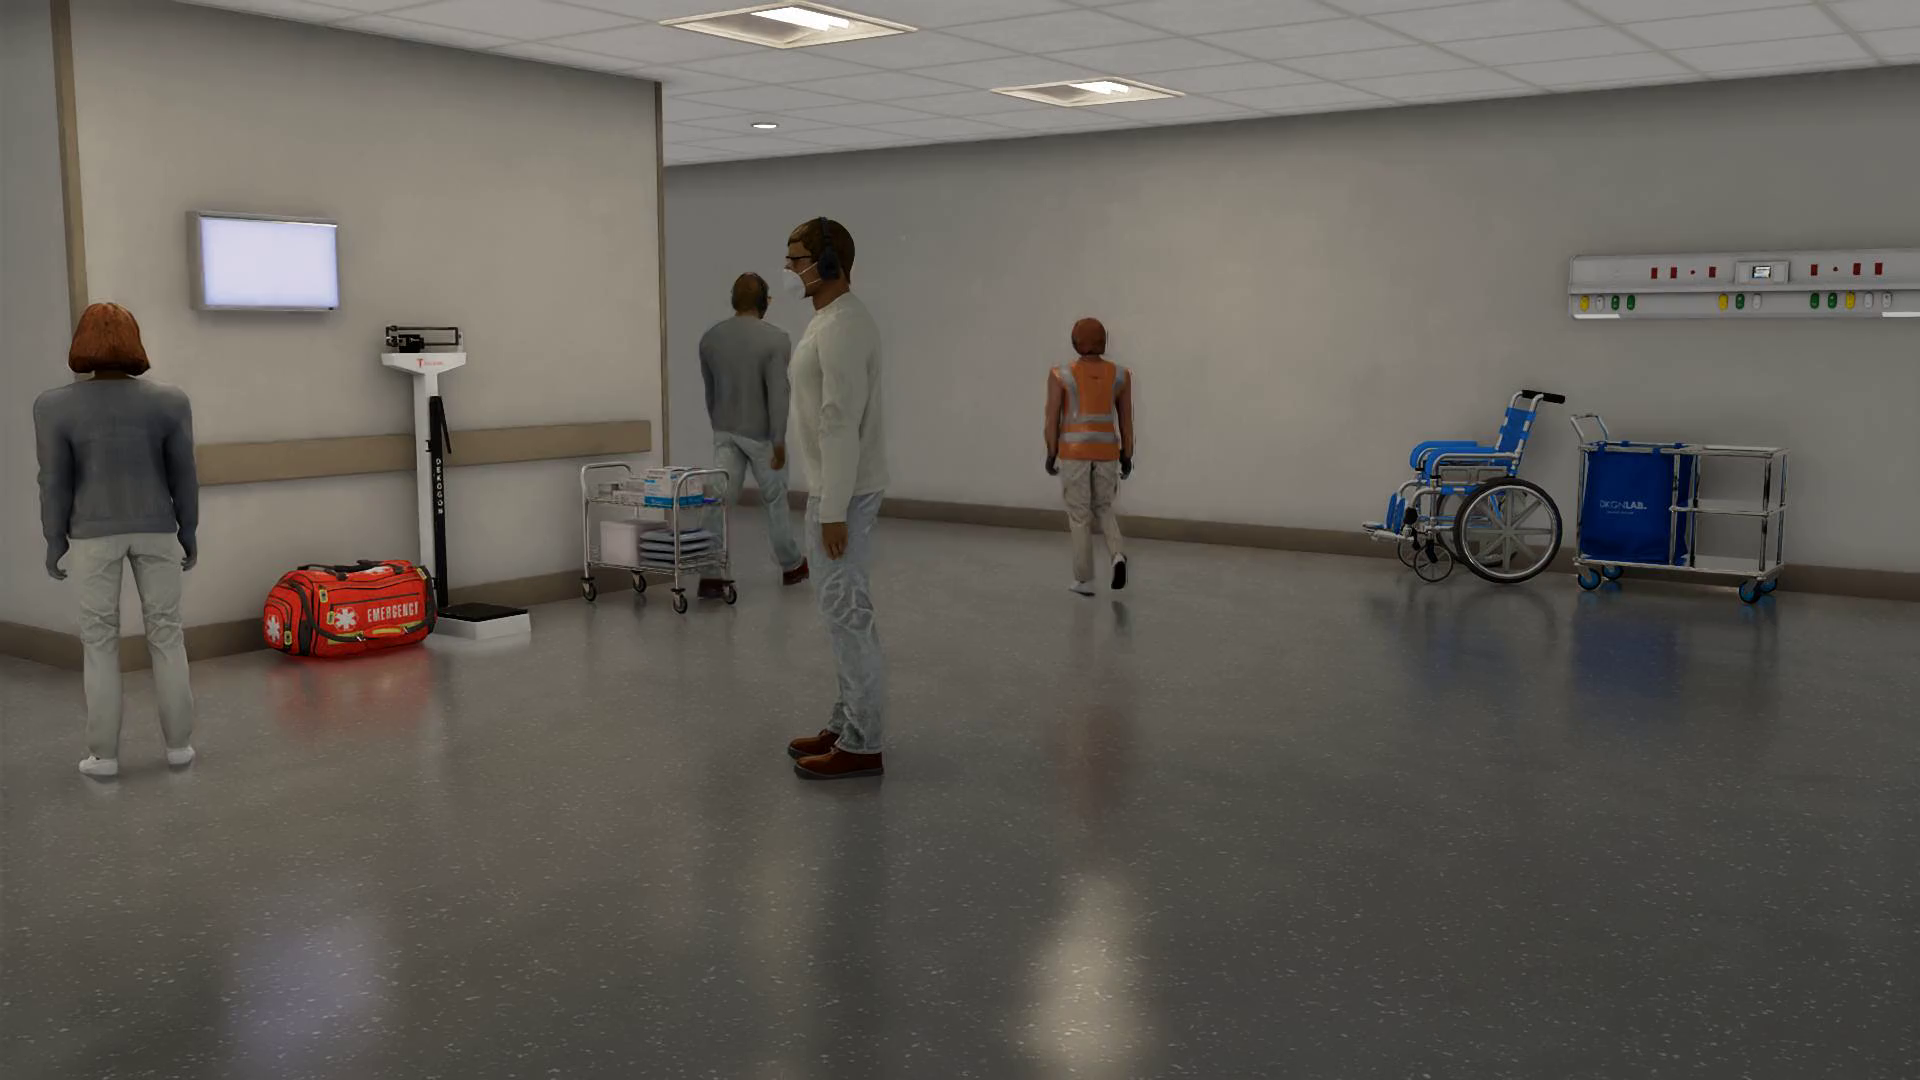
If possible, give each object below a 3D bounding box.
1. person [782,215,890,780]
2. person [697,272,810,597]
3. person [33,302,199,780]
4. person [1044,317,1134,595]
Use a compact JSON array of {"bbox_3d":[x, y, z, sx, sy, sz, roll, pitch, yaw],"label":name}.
[{"bbox_3d":[-0.427,-0.142,5.761,0.367,1.932,0.622,-1,7,-5],"label":"person"},{"bbox_3d":[-1.229,-0.619,9.780,0.636,1.885,1.036,3,8,23],"label":"person"},{"bbox_3d":[-2.884,0.006,5.729,0.499,1.633,0.286,-5,9,-36],"label":"person"},{"bbox_3d":[0.754,-0.475,9.643,0.513,1.623,0.413,-2,7,-16],"label":"person"}]
